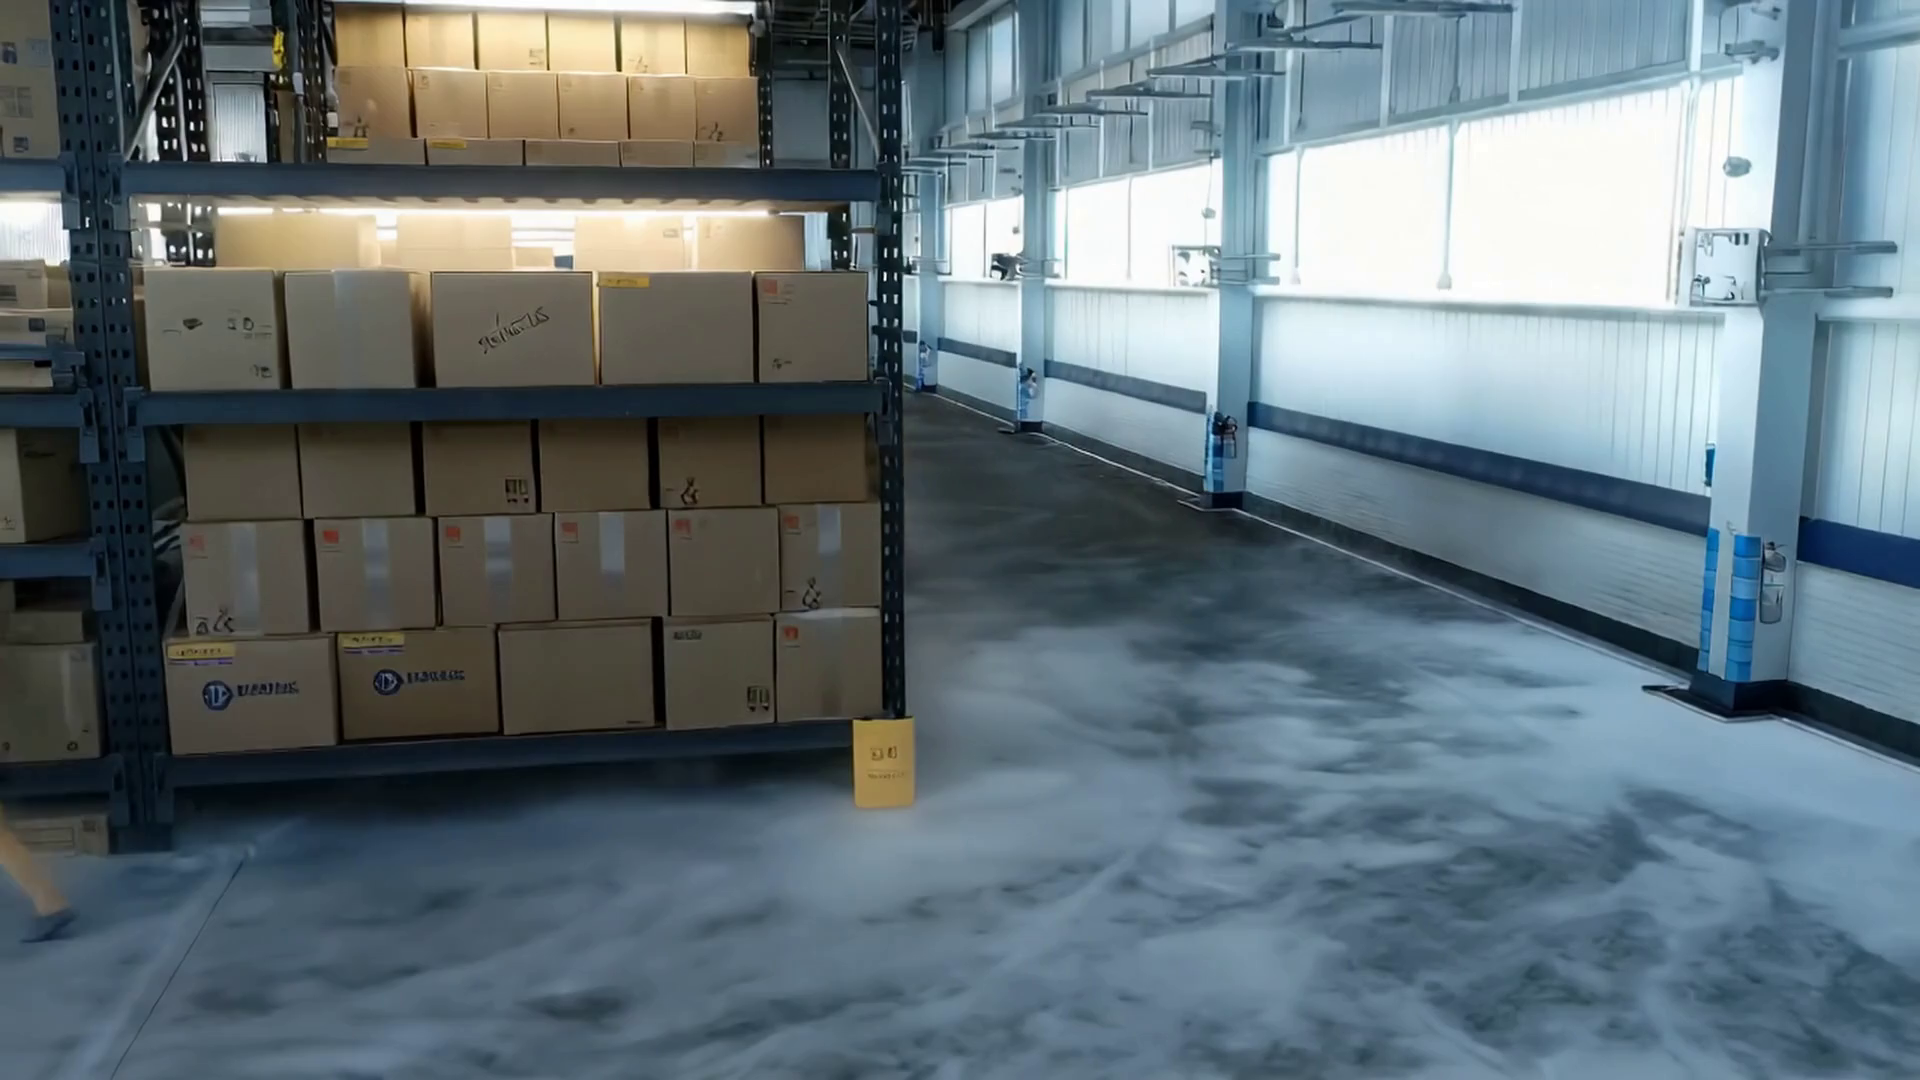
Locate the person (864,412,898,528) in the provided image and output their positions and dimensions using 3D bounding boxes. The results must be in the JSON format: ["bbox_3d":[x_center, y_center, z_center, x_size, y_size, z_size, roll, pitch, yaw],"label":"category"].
[{"bbox_3d":[-0.885,-0.581,17.264,0.545,1.588,0.888,2,9,10],"label":"person"}]

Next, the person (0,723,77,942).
[{"bbox_3d":[-4.447,0.969,7.422,0.900,1.724,0.536,-2,9,-10],"label":"person"}]
